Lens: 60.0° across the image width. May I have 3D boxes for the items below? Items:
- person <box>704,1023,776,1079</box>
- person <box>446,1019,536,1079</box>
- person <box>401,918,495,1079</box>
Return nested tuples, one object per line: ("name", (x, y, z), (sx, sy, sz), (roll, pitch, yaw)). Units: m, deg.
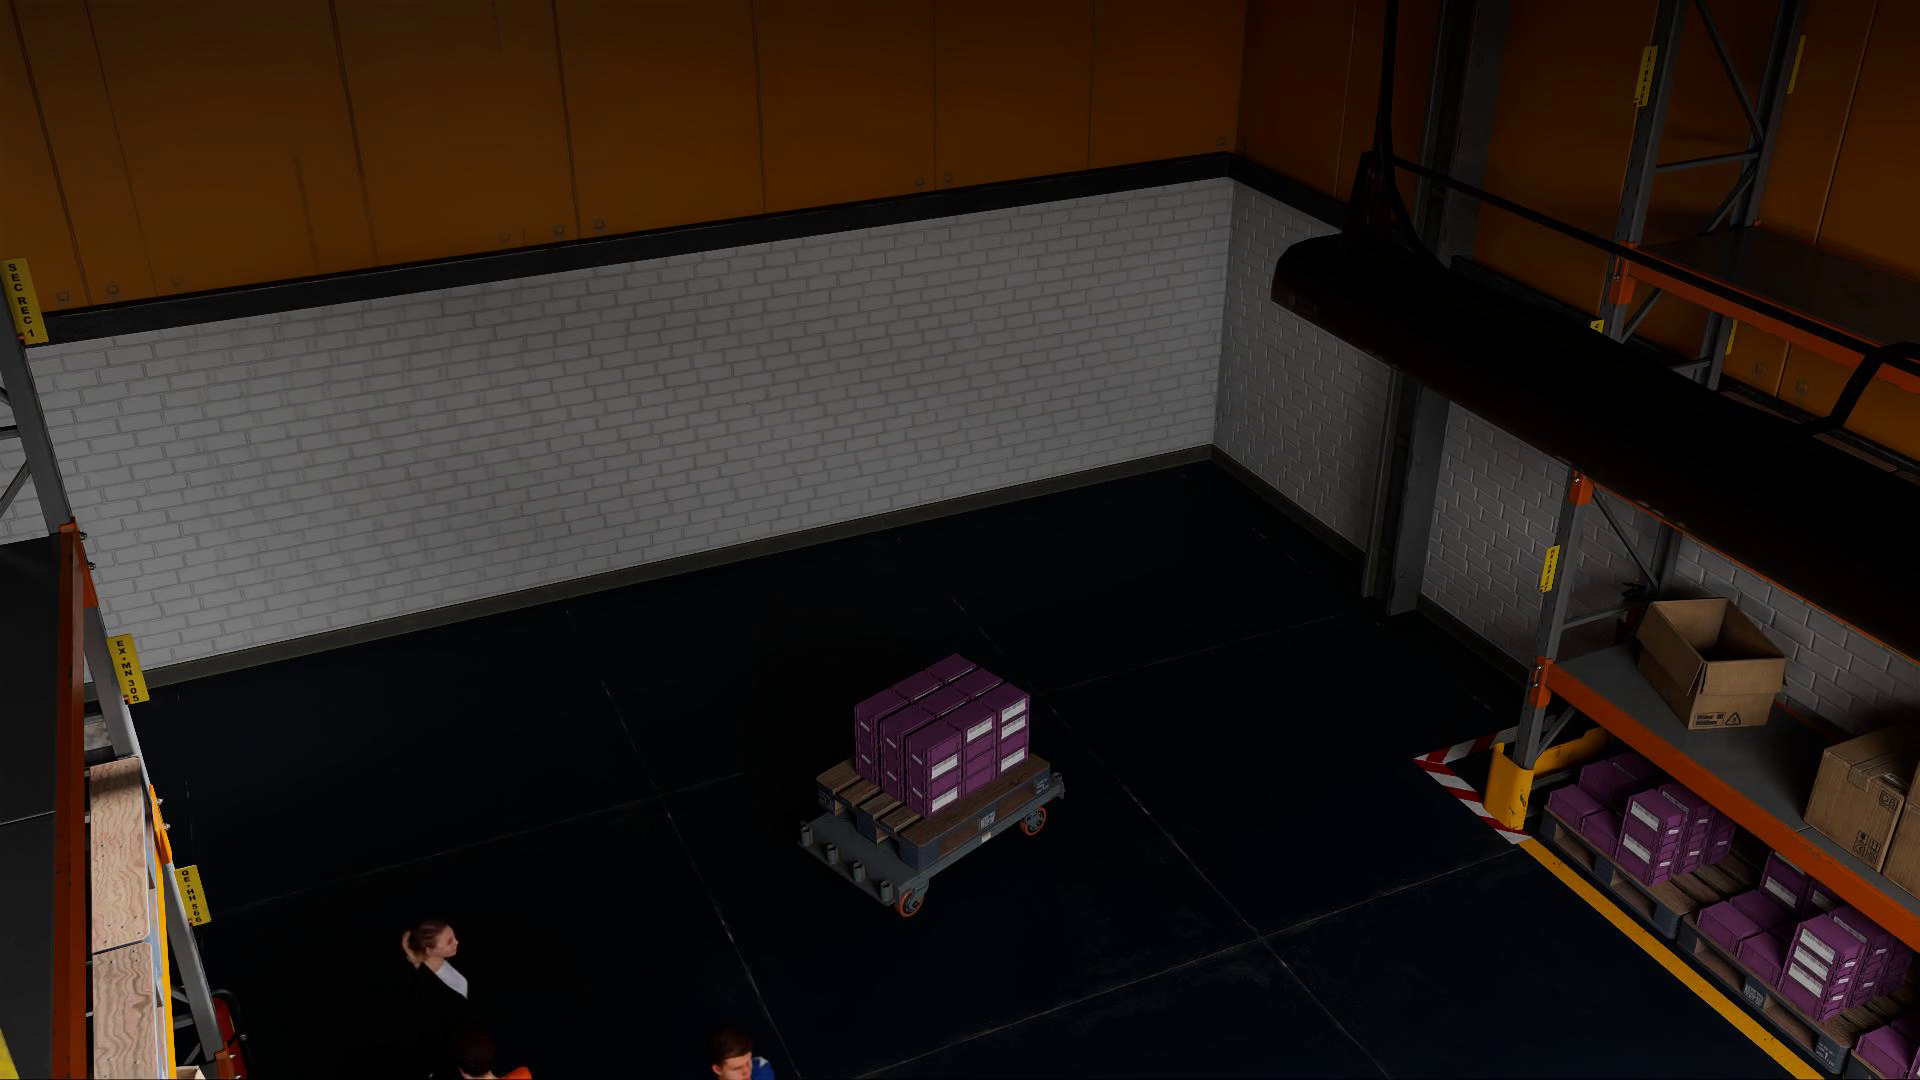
("person", (-1.076, 2.904, 7.709), (1.286, 1.820, 1.113), (15, 32, 26))
("person", (-1.986, 2.984, 7.530), (1.212, 1.851, 0.926), (25, 38, 38))
("person", (-2.696, 2.611, 8.418), (1.009, 1.657, 1.131), (1, 29, 2))
